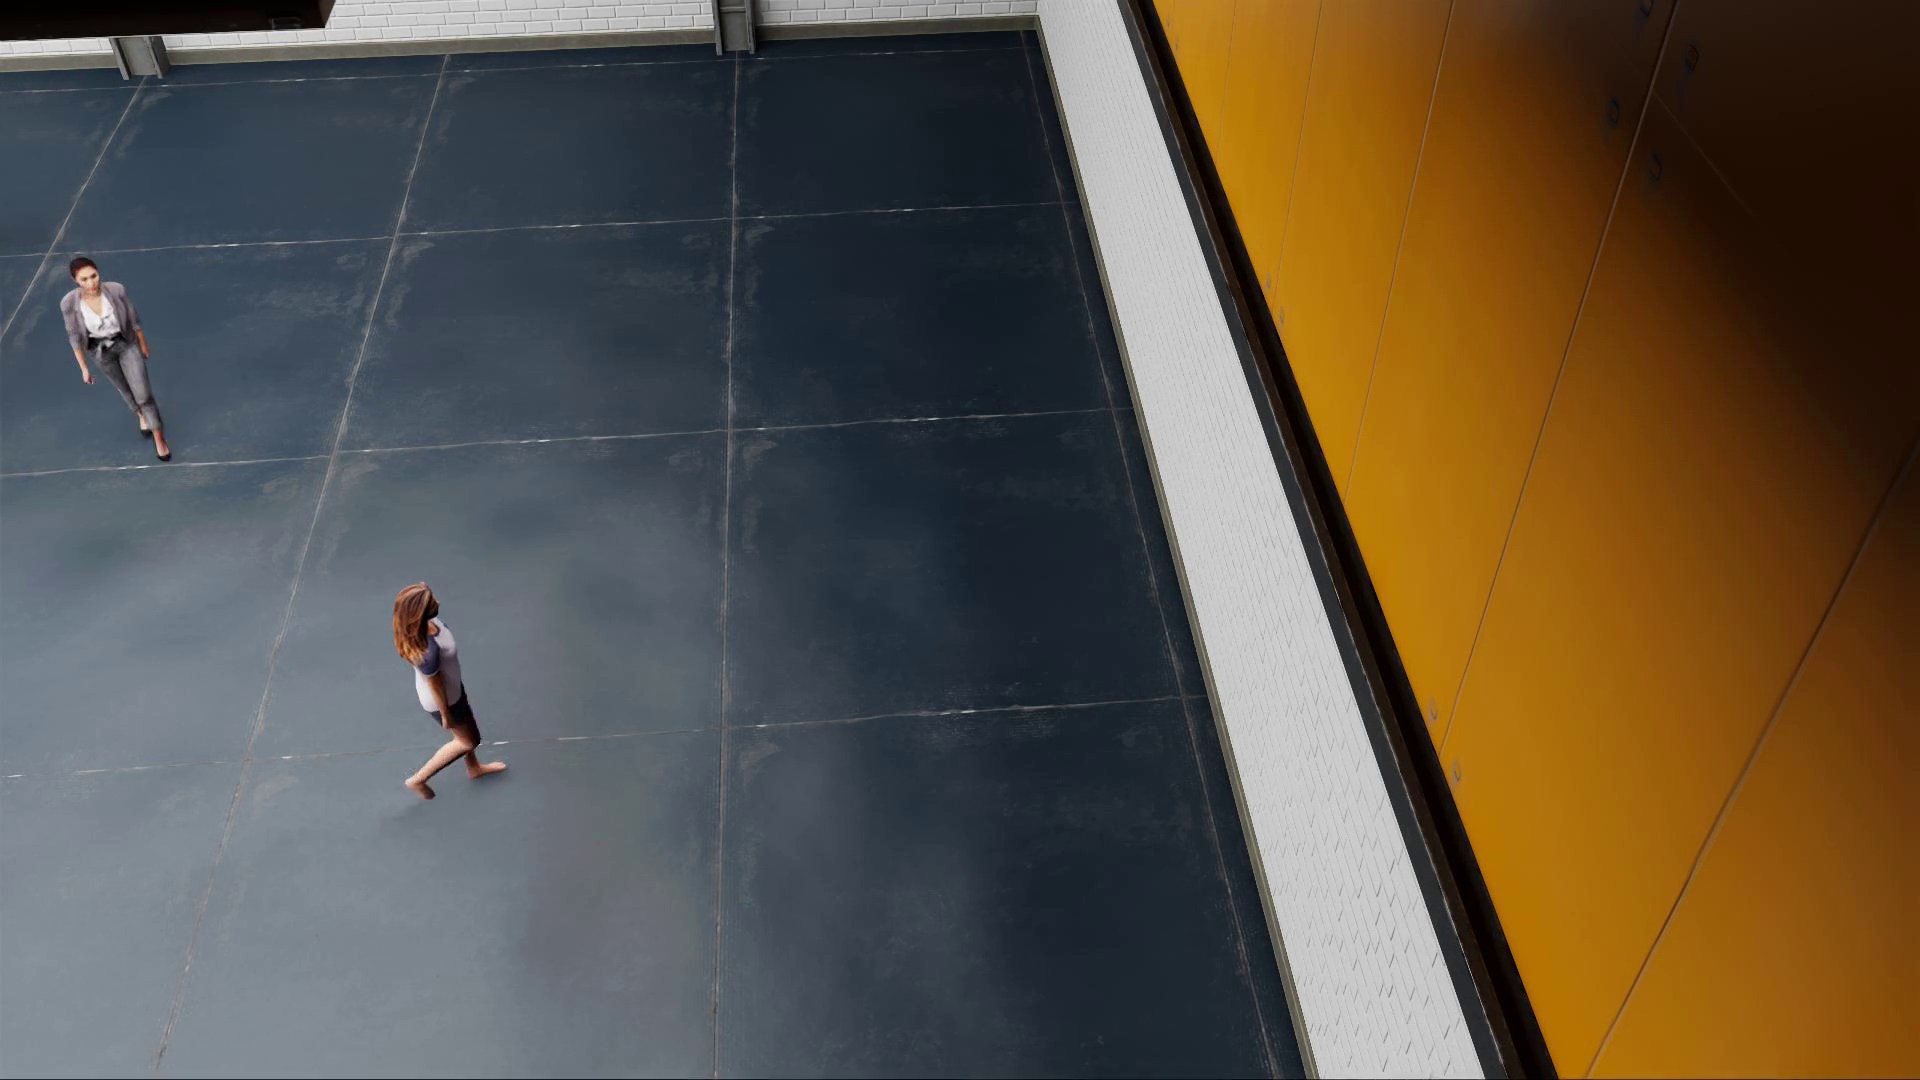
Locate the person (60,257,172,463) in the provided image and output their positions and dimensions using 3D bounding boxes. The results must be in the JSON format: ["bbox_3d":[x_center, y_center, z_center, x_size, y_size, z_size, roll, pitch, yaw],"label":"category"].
[{"bbox_3d":[-6.233,-1.420,12.279,0.939,1.647,0.859,-14,45,-15],"label":"person"}]

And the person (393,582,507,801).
[{"bbox_3d":[-3.119,0.919,9.773,0.906,1.718,0.753,-18,46,-18],"label":"person"}]
